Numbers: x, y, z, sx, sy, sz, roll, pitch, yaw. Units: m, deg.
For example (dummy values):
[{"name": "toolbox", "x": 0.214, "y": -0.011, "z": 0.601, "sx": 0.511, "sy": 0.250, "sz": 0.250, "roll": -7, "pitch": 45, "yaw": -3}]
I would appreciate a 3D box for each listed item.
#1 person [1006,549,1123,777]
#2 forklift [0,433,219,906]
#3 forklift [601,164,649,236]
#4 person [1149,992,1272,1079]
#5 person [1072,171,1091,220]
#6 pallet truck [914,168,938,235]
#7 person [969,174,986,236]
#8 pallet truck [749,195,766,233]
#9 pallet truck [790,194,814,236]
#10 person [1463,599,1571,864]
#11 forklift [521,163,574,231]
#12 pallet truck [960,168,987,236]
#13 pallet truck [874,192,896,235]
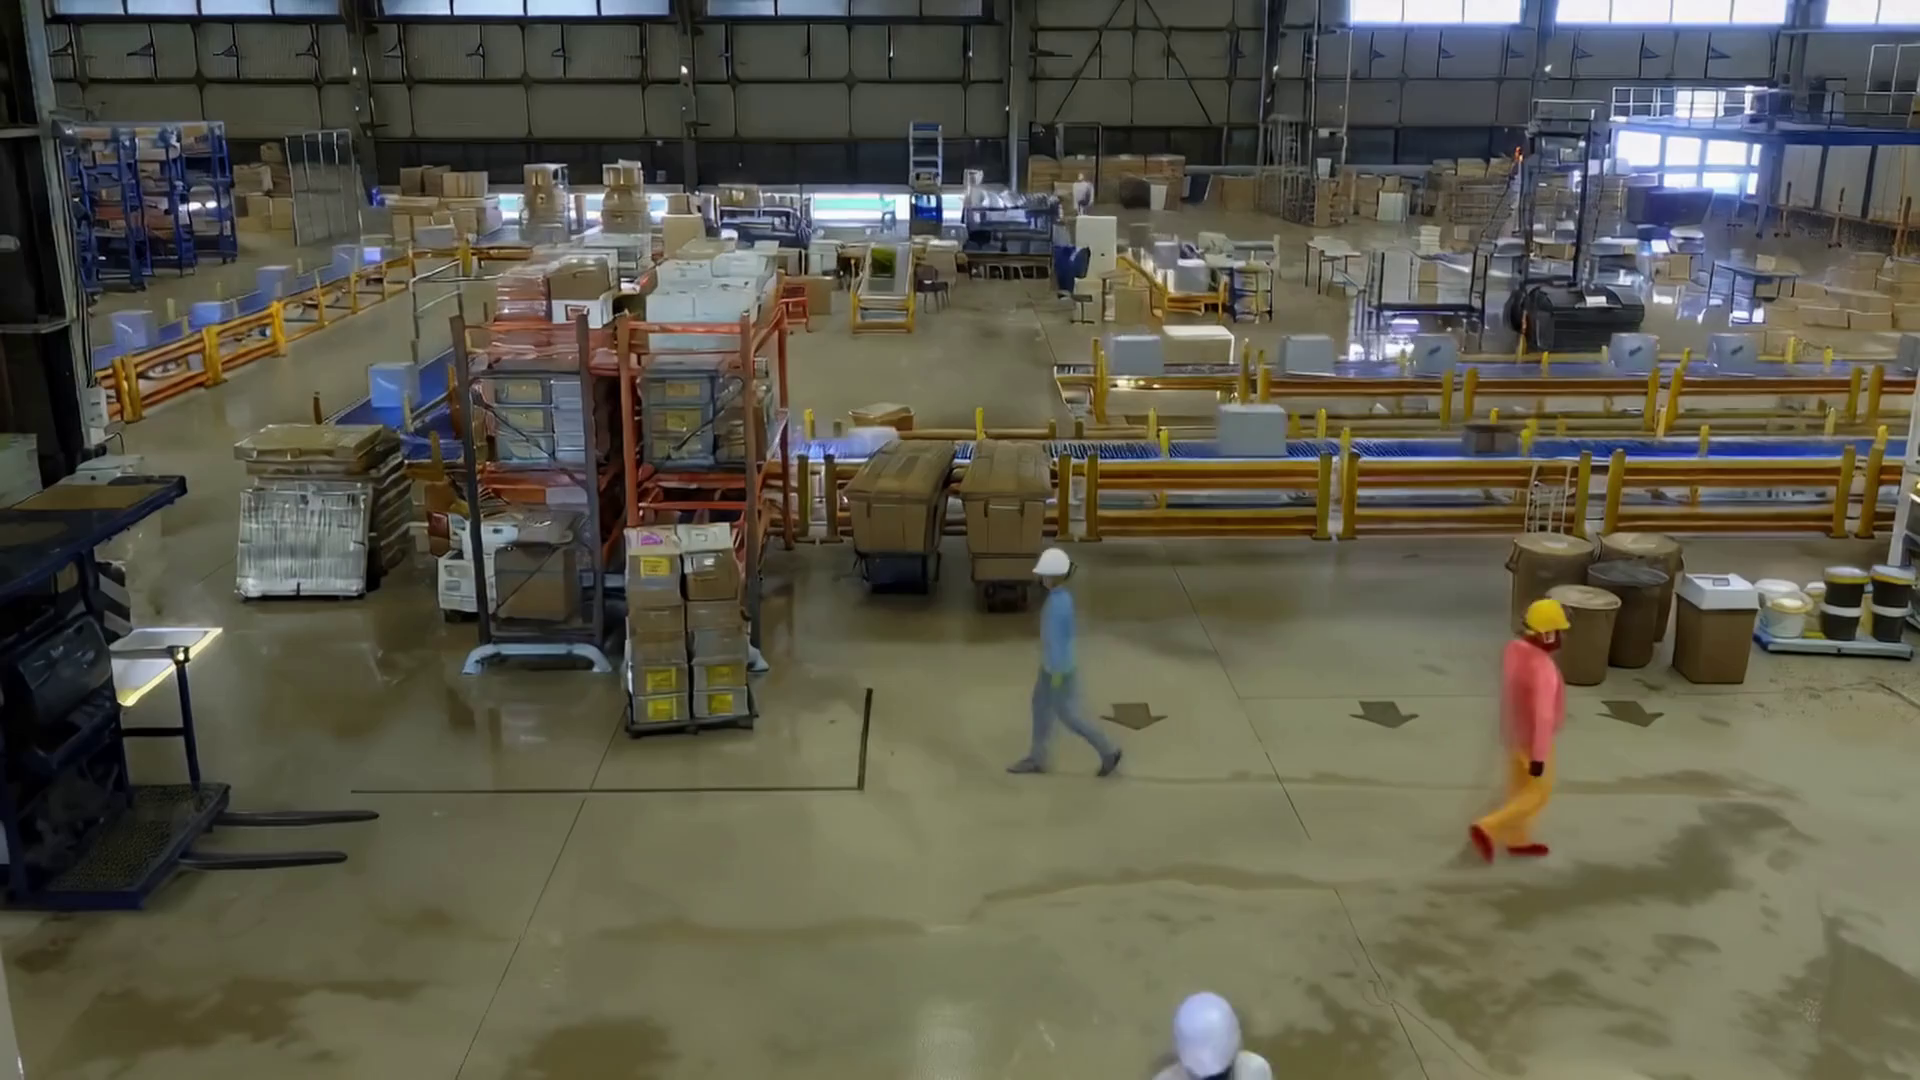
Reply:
[{"name": "person", "x": 0.769, "y": 0.901, "z": 11.980, "sx": 0.779, "sy": 1.742, "sz": 0.527, "roll": 0, "pitch": 16, "yaw": 1}, {"name": "forklift", "x": -5.952, "y": 0.780, "z": 10.366, "sx": 1.873, "sy": 2.768, "sz": 1.129, "roll": 0, "pitch": 16, "yaw": -1}, {"name": "forklift", "x": -9.948, "y": -10.127, "z": 49.296, "sx": 1.157, "sy": 1.987, "sz": 2.680, "roll": -1, "pitch": 16, "yaw": -3}, {"name": "person", "x": 0.925, "y": 2.508, "z": 6.086, "sx": 0.550, "sy": 1.906, "sz": 0.665, "roll": -5, "pitch": 17, "yaw": -17}, {"name": "person", "x": 3.673, "y": -10.155, "z": 50.140, "sx": 0.650, "sy": 1.889, "sz": 0.614, "roll": 11, "pitch": 19, "yaw": 32}, {"name": "pallet truck", "x": -0.989, "y": -10.316, "z": 50.507, "sx": 0.823, "sy": 1.965, "sz": 1.885, "roll": 1, "pitch": 16, "yaw": 3}, {"name": "person", "x": 0.536, "y": -9.352, "z": 47.136, "sx": 0.614, "sy": 2.018, "sz": 0.915, "roll": 13, "pitch": 20, "yaw": 38}, {"name": "pallet truck", "x": -6.051, "y": -9.967, "z": 50.660, "sx": 0.680, "sy": 1.201, "sz": 1.601, "roll": 0, "pitch": 16, "yaw": -1}, {"name": "pallet truck", "x": -4.814, "y": -9.883, "z": 50.259, "sx": 0.704, "sy": 1.261, "sz": 1.522, "roll": -1, "pitch": 16, "yaw": -3}, {"name": "person", "x": 3.577, "y": 1.247, "z": 10.649, "sx": 0.580, "sy": 1.817, "sz": 0.599, "roll": -2, "pitch": 16, "yaw": -6}, {"name": "forklift", "x": -12.233, "y": -10.122, "z": 49.298, "sx": 1.157, "sy": 1.987, "sz": 2.680, "roll": 0, "pitch": 16, "yaw": -1}, {"name": "pallet truck", "x": 0.383, "y": -10.230, "z": 50.206, "sx": 0.823, "sy": 1.965, "sz": 1.885, "roll": -1, "pitch": 16, "yaw": -3}, {"name": "pallet truck", "x": -2.277, "y": -9.986, "z": 50.594, "sx": 0.653, "sy": 1.274, "sz": 1.630, "roll": 0, "pitch": 16, "yaw": -1}]
